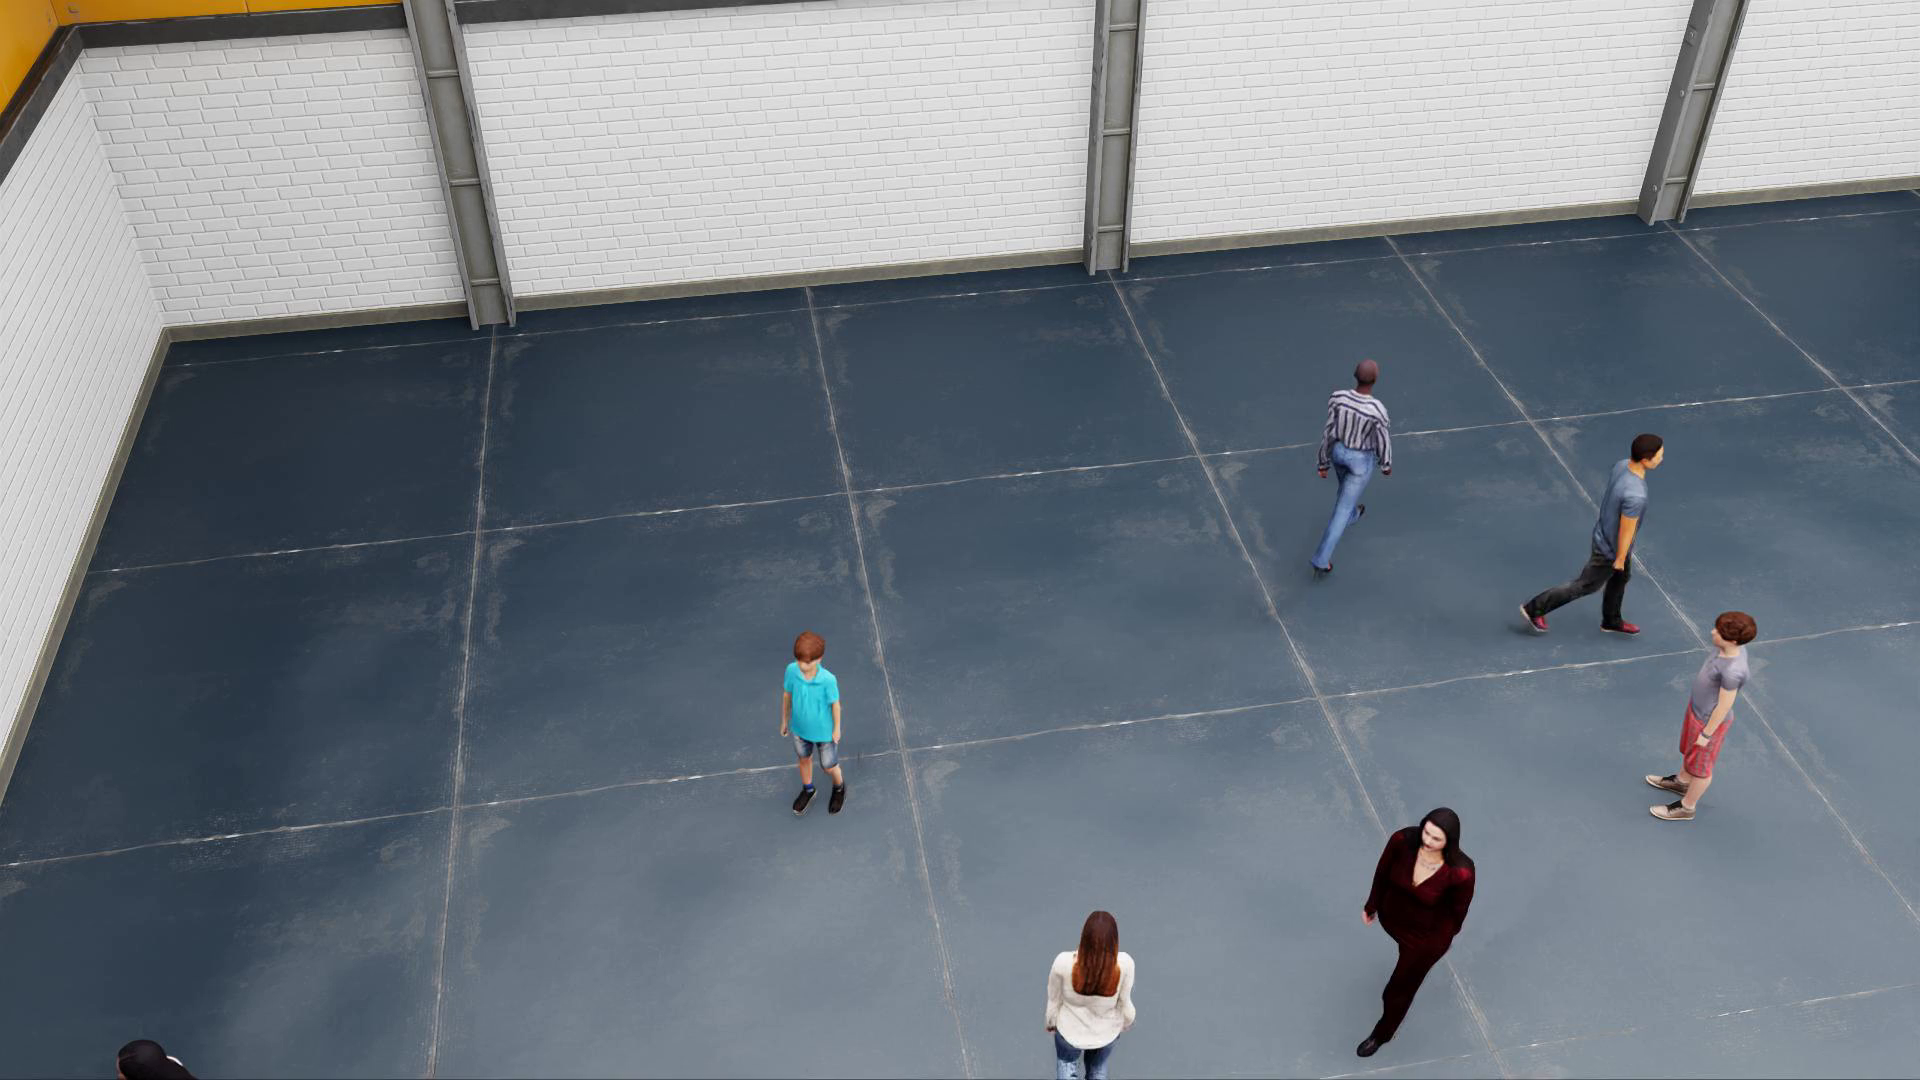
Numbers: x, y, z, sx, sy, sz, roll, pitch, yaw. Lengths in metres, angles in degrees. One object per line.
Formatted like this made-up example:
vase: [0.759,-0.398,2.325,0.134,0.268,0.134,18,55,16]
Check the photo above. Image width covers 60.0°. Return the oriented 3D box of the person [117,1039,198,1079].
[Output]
person: [-3.745,2.991,8.086,0.636,1.775,0.651,-4,39,-5]

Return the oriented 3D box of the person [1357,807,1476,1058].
person: [2.592,2.059,9.310,1.227,1.702,1.069,-32,48,-33]

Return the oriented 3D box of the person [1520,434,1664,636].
person: [4.542,0.003,11.831,1.229,1.770,0.949,8,39,10]

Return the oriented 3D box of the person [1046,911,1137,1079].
person: [0.677,2.587,8.663,0.798,1.685,0.781,2,39,3]

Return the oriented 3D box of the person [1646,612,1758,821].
person: [4.751,1.109,10.542,0.661,1.650,0.657,10,40,12]

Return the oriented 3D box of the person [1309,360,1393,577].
person: [2.891,-0.489,12.471,1.115,1.739,1.252,29,47,32]

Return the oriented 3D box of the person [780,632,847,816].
person: [-0.927,1.143,10.661,0.624,1.448,0.701,15,41,18]
